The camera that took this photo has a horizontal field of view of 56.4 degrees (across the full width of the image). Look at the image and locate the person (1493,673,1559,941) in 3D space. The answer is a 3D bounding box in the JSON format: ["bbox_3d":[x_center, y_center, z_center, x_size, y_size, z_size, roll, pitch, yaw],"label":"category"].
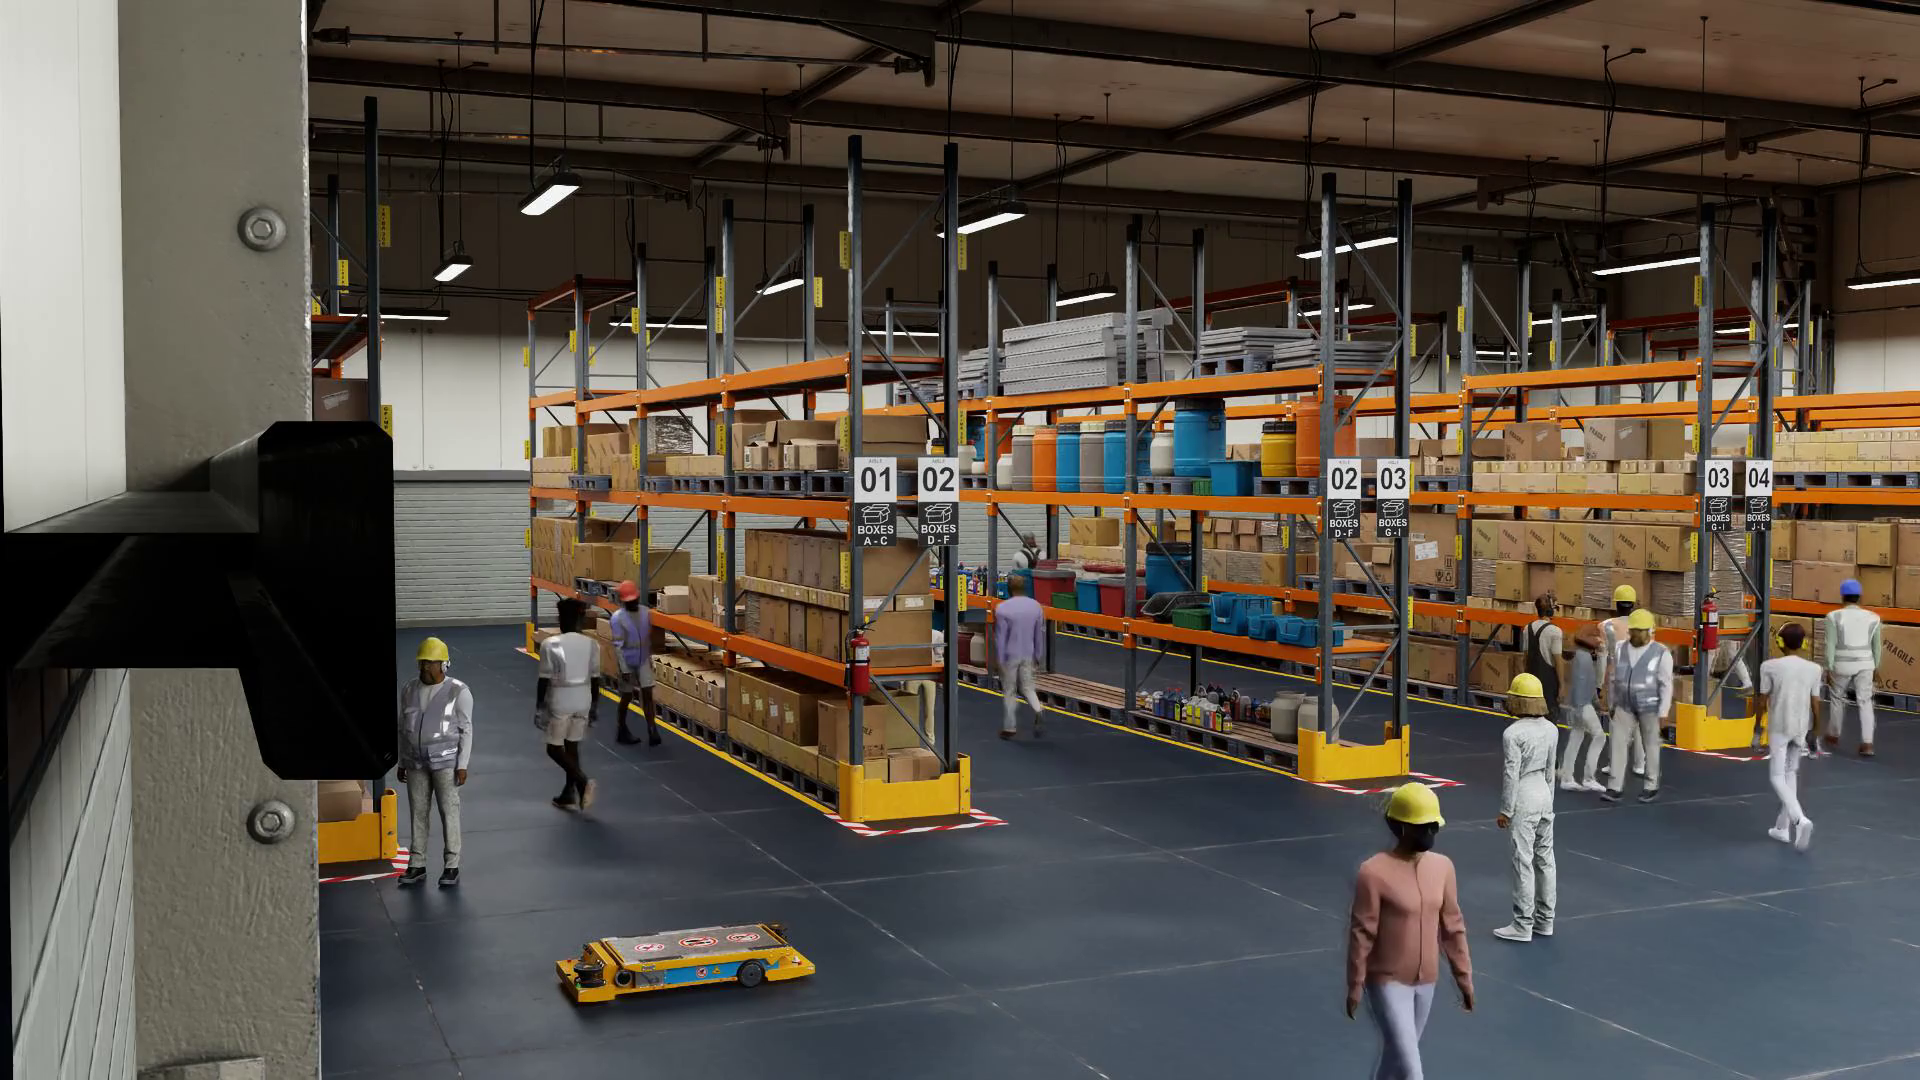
[{"bbox_3d":[3.724,1.747,11.801,0.485,1.744,0.295,-2,3,-34],"label":"person"}]

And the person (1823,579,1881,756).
[{"bbox_3d":[9.750,1.379,19.584,0.626,1.889,1.017,0,2,8],"label":"person"}]

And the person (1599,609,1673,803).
[{"bbox_3d":[6.203,1.541,16.479,0.617,1.790,0.839,2,3,44],"label":"person"}]

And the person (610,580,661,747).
[{"bbox_3d":[-3.581,1.374,19.923,0.625,1.865,0.935,-2,3,-41],"label":"person"}]

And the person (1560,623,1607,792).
[{"bbox_3d":[6.019,1.603,17.165,0.559,1.609,0.509,1,2,15],"label":"person"}]

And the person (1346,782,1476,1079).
[{"bbox_3d":[1.977,1.907,7.616,0.552,1.729,0.826,-1,3,-30],"label":"person"}]

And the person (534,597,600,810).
[{"bbox_3d":[-3.489,1.484,16.115,0.732,1.943,0.625,2,3,43],"label":"person"}]

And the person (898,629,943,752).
[{"bbox_3d":[-0.426,1.512,19.341,0.499,1.633,0.285,0,2,-8],"label":"person"}]

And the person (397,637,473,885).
[{"bbox_3d":[-3.937,1.641,13.357,0.590,1.837,0.404,0,2,9],"label":"person"}]

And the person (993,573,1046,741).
[{"bbox_3d":[0.683,1.332,20.345,0.641,1.922,0.712,-1,3,-31],"label":"person"}]

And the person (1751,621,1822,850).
[{"bbox_3d":[6.807,1.590,14.684,0.513,1.850,0.815,0,2,-1],"label":"person"}]

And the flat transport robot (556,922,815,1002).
[{"bbox_3d":[-1.658,2.531,10.816,1.431,0.197,0.652,-1,2,-23],"label":"flat transport robot"}]

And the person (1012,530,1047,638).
[{"bbox_3d":[1.242,0.845,32.056,0.699,2.000,0.605,0,2,-10],"label":"person"}]

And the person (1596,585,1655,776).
[{"bbox_3d":[6.701,1.415,18.076,0.586,1.928,0.369,0,2,3],"label":"person"}]

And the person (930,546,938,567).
[{"bbox_3d":[-0.457,0.679,38.512,0.404,1.833,0.587,0,2,2],"label":"person"}]

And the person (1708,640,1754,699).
[{"bbox_3d":[10.344,1.227,24.268,0.585,1.836,1.006,-1,3,-29],"label":"person"}]

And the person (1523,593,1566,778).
[{"bbox_3d":[5.893,1.458,18.041,0.345,1.846,0.506,-1,2,-27],"label":"person"}]
